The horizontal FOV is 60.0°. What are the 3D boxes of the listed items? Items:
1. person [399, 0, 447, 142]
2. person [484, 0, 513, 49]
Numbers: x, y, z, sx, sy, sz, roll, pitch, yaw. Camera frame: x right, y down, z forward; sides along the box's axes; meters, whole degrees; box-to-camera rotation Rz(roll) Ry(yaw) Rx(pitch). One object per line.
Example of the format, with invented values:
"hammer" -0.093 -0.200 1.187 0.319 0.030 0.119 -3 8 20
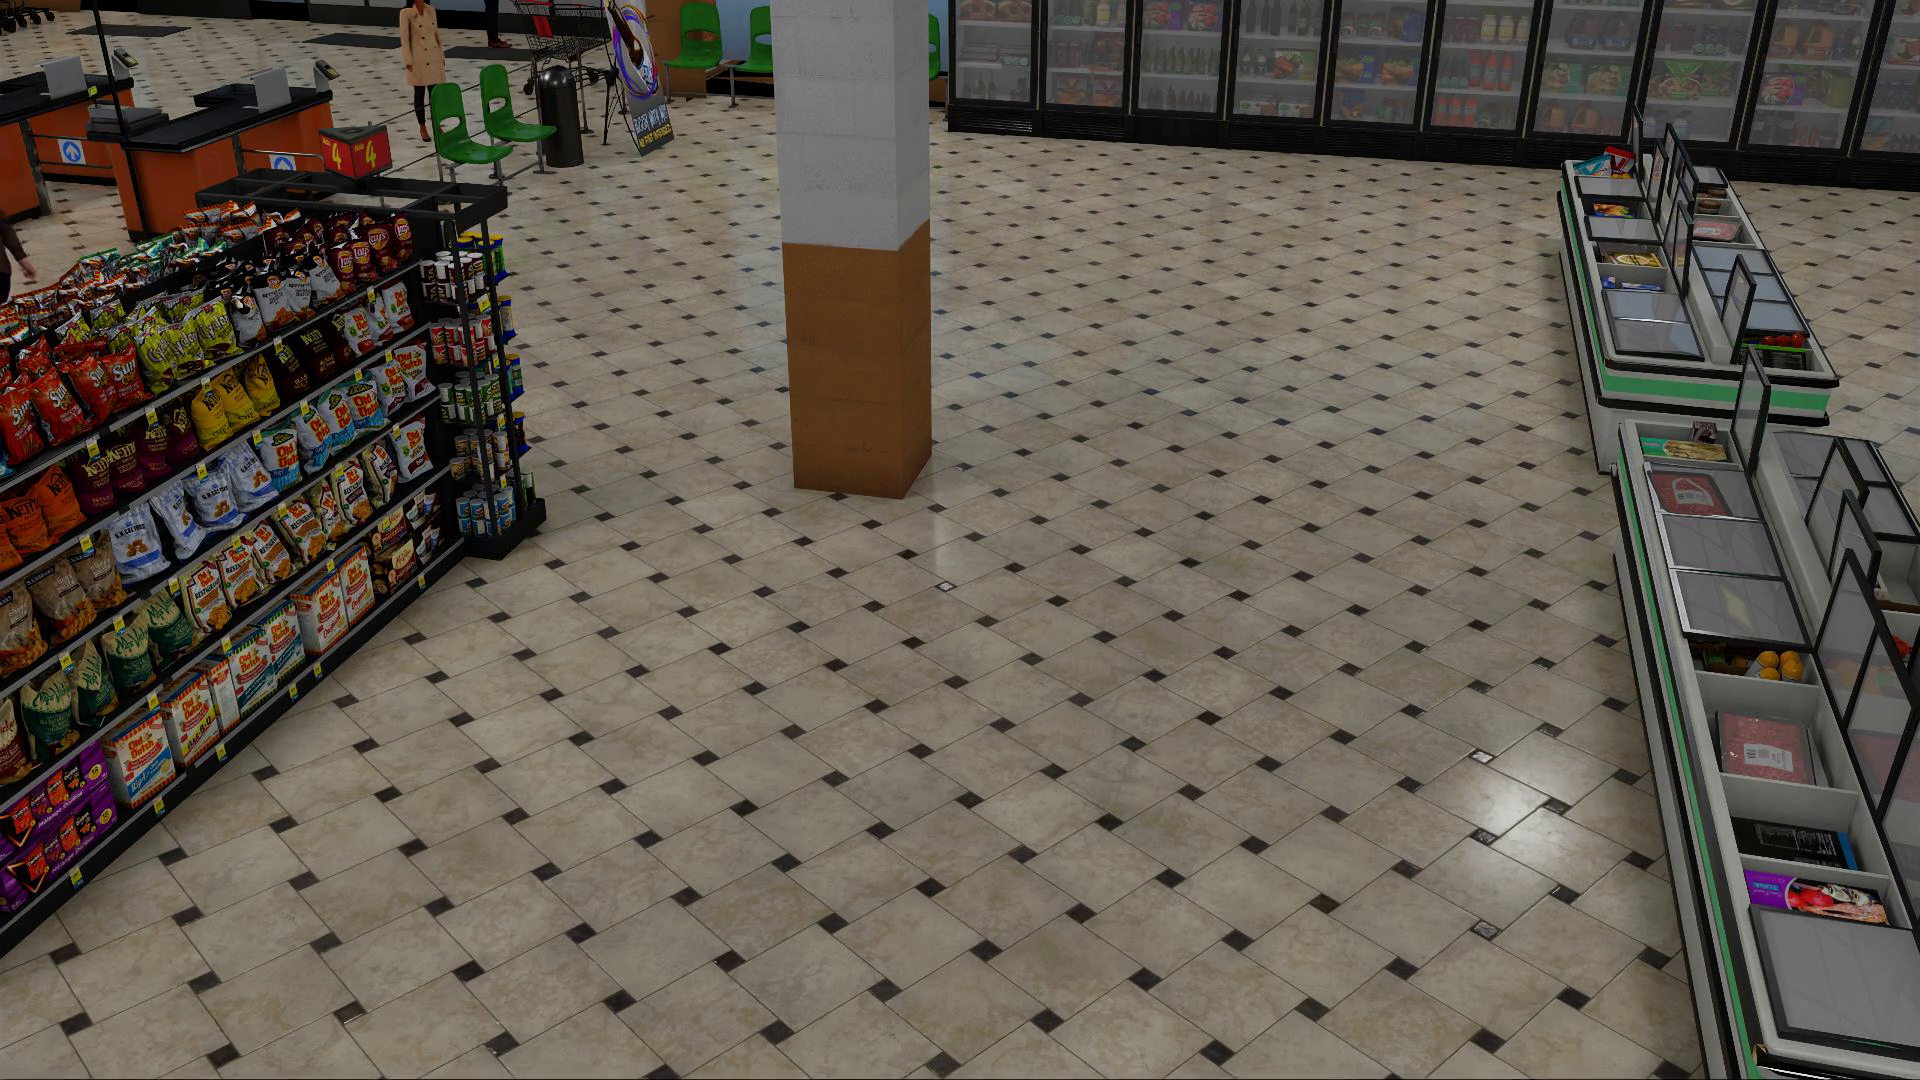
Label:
"person" -5.789 -5.179 17.950 0.778 1.682 0.638 22 34 37
"person" -6.441 -7.626 22.723 0.760 1.727 0.694 -14 30 -25
